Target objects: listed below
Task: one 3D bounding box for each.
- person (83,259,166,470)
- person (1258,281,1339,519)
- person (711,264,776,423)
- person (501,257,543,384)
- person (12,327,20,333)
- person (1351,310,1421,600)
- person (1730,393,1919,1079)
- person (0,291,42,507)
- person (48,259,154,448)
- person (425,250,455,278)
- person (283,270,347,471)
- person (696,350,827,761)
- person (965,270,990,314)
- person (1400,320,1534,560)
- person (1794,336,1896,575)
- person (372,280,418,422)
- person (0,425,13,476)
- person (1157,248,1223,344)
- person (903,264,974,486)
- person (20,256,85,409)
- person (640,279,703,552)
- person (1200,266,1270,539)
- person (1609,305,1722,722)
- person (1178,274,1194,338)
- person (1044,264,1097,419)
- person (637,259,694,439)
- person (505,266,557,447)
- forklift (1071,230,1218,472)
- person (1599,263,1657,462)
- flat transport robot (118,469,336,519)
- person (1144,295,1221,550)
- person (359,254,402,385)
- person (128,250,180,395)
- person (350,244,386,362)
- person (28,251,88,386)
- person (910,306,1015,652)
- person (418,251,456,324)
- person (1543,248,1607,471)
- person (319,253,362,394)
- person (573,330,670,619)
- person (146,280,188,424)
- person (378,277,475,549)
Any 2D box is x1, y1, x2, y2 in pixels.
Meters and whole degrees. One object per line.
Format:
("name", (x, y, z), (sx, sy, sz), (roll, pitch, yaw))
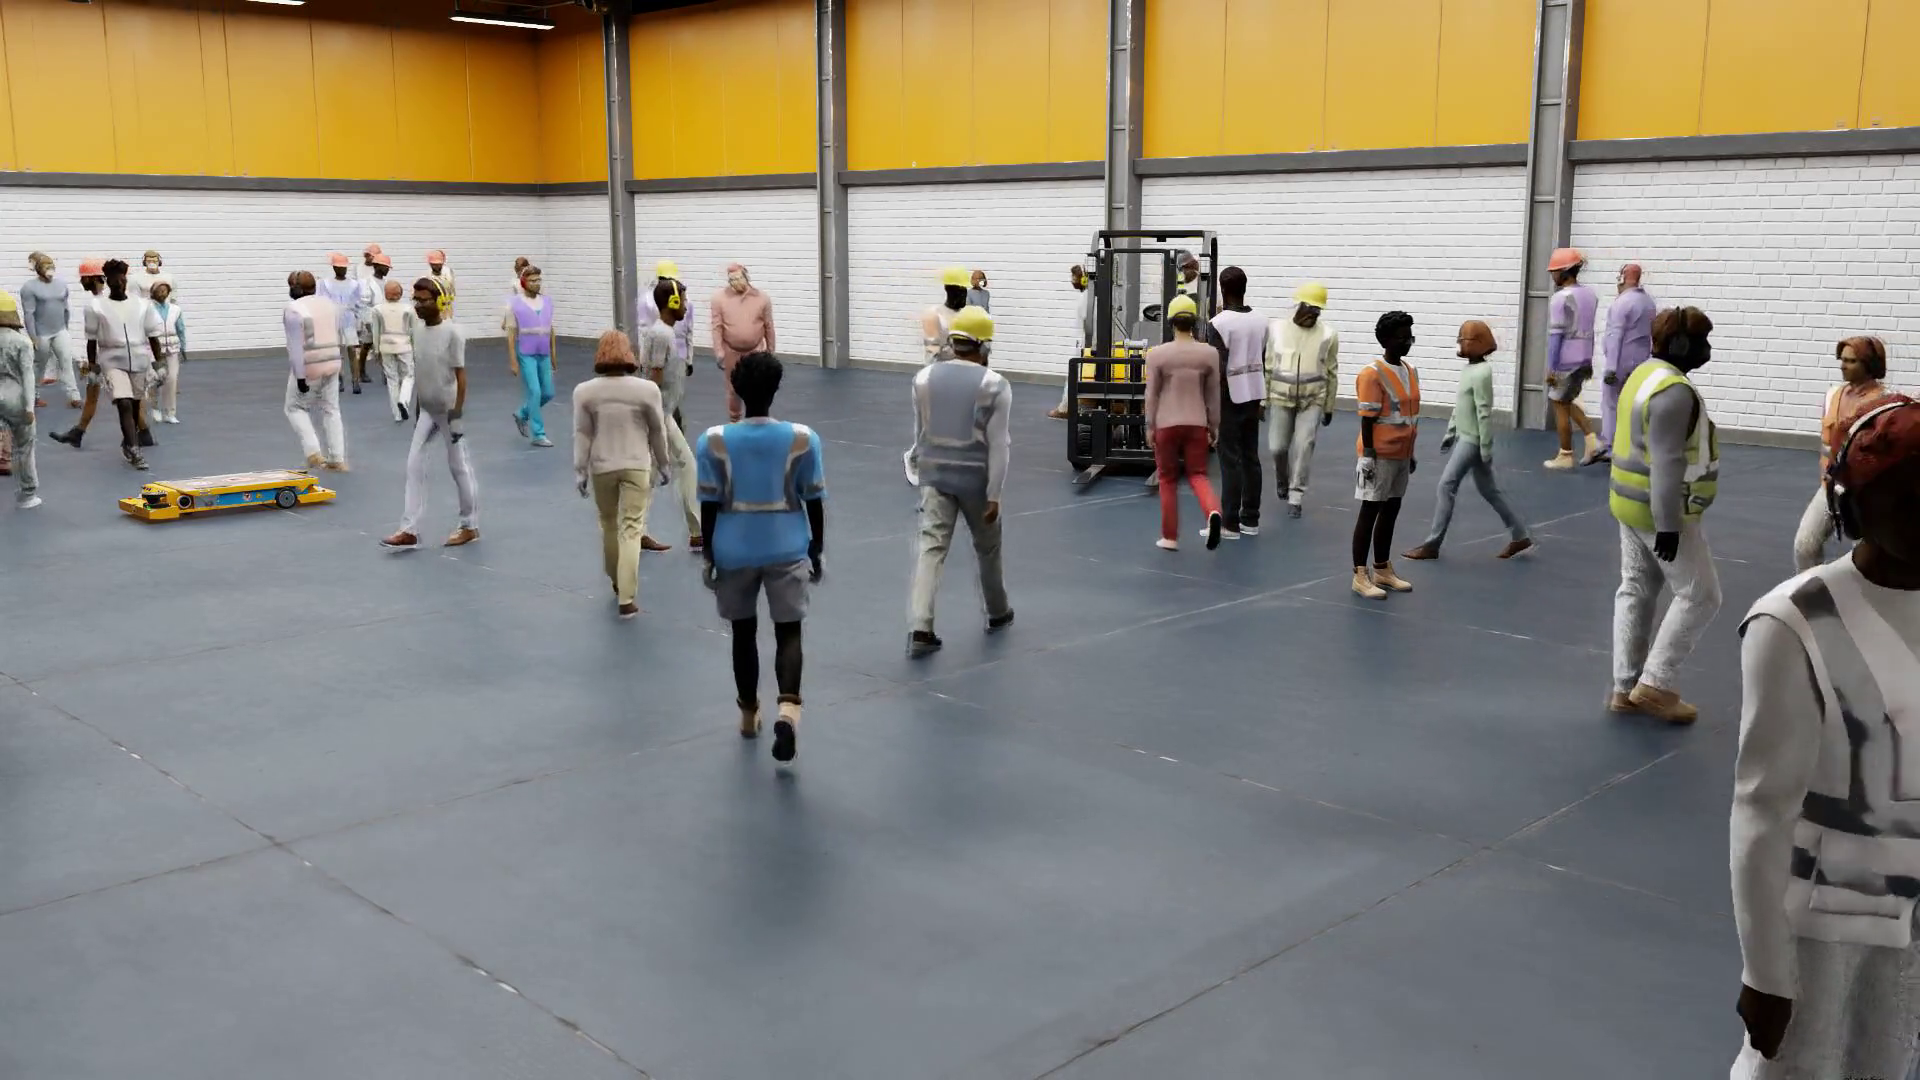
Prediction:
("person", (-7.724, -1.630, 15.402), (0.619, 1.912, 0.988), (-9, 14, -41))
("person", (2.580, -1.081, 12.729), (0.607, 1.792, 0.634), (2, 11, 12))
("person", (-2.265, -1.964, 17.438), (0.660, 1.849, 0.923), (-1, 10, -7))
("person", (-6.288, -3.151, 23.937), (0.682, 1.820, 0.540), (8, 13, 38))
("person", (-9.709, -1.802, 16.600), (0.666, 1.807, 0.852), (-4, 11, -21))
("person", (2.530, -0.505, 9.835), (0.541, 1.695, 0.316), (-10, 14, -44))
("person", (1.580, 0.662, 3.039), (0.623, 1.870, 0.457), (-5, 12, -26))
("person", (-7.346, -1.050, 12.755), (0.493, 1.711, 0.812), (-2, 11, -10))
("person", (-8.608, -1.841, 16.577), (0.973, 1.885, 0.562), (-5, 12, -26))
("person", (-9.428, -4.335, 30.244), (0.603, 1.871, 0.593), (-10, 14, -44))
("person", (-5.804, -1.502, 14.941), (0.495, 1.827, 0.618), (5, 12, 25))
("person", (-0.808, 0.063, 6.820), (0.537, 1.675, 0.754), (-1, 10, -7))
("person", (0.253, -3.056, 23.917), (0.508, 1.632, 0.264), (-10, 14, -44))
("person", (3.389, -0.648, 10.900), (0.853, 1.592, 0.500), (2, 11, 12))
("person", (4.532, -0.235, 8.554), (0.552, 1.615, 0.540), (-3, 11, -14))
("person", (-6.412, -2.139, 18.916), (0.533, 1.624, 0.456), (-2, 11, -9))
("person", (-8.613, -1.469, 14.526), (0.400, 1.905, 0.645), (0, 10, -1))
("person", (2.568, -2.281, 18.582), (0.883, 2.000, 0.536), (4, 11, 19))
("person", (-0.114, -1.338, 13.840), (0.593, 1.899, 0.813), (-9, 14, -41))
("person", (-11.254, -2.554, 20.520), (1.042, 1.893, 0.642), (6, 12, 29))
("person", (-1.896, -0.825, 11.211), (0.849, 1.829, 0.548), (-2, 11, -13))
("person", (1.944, -0.958, 11.714), (0.589, 1.915, 0.399), (-9, 14, -41))
("person", (3.120, -0.105, 7.287), (0.521, 1.829, 0.653), (2, 11, 9))
("person", (2.279, -1.927, 17.512), (0.936, 1.714, 0.528), (7, 13, 34))
("person", (1.474, -2.245, 19.057), (1.031, 1.810, 0.549), (7, 12, 33))
("person", (-2.949, -1.865, 16.684), (0.593, 1.901, 0.855), (-5, 11, -24))
("person", (-4.372, -1.867, 16.909), (0.620, 1.827, 0.576), (8, 13, 36))
("forklift", (1.804, -1.825, 15.677), (1.214, 2.155, 2.313), (2, 11, 13))
("person", (6.292, -1.642, 15.538), (0.654, 1.880, 0.672), (-9, 14, -41))
("flat transport robot", (-5.715, -0.372, 13.004), (1.431, 0.197, 0.652), (-10, 14, -44))
("person", (1.504, -0.751, 11.072), (0.524, 1.743, 0.650), (-2, 11, -10))
("person", (-8.402, -3.165, 23.908), (1.008, 1.876, 0.571), (8, 13, 36))
("person", (-10.788, -2.917, 22.334), (0.636, 1.936, 0.354), (-10, 14, -44))
("person", (-9.991, -3.977, 28.001), (0.702, 1.977, 0.672), (-1, 10, -6))
("person", (-12.838, -3.139, 23.607), (0.655, 1.916, 0.633), (-10, 14, -42))
("person", (0.001, -0.324, 8.655), (0.583, 1.779, 0.976), (4, 11, 22))
("person", (-7.639, -3.278, 24.403), (0.561, 1.893, 0.926), (-5, 12, -27))
("person", (5.497, -1.609, 14.987), (0.648, 2.021, 0.528), (-8, 13, -37))
("person", (-8.392, -2.943, 22.584), (0.550, 1.915, 0.768), (-5, 11, -23))
("person", (-1.921, -0.394, 9.521), (0.504, 1.597, 0.830), (0, 10, 1))
("person", (-8.997, -2.117, 18.806), (0.372, 1.622, 0.534), (9, 14, 40))
("person", (-3.610, -0.833, 11.224), (0.558, 1.842, 0.815), (5, 12, 26))
